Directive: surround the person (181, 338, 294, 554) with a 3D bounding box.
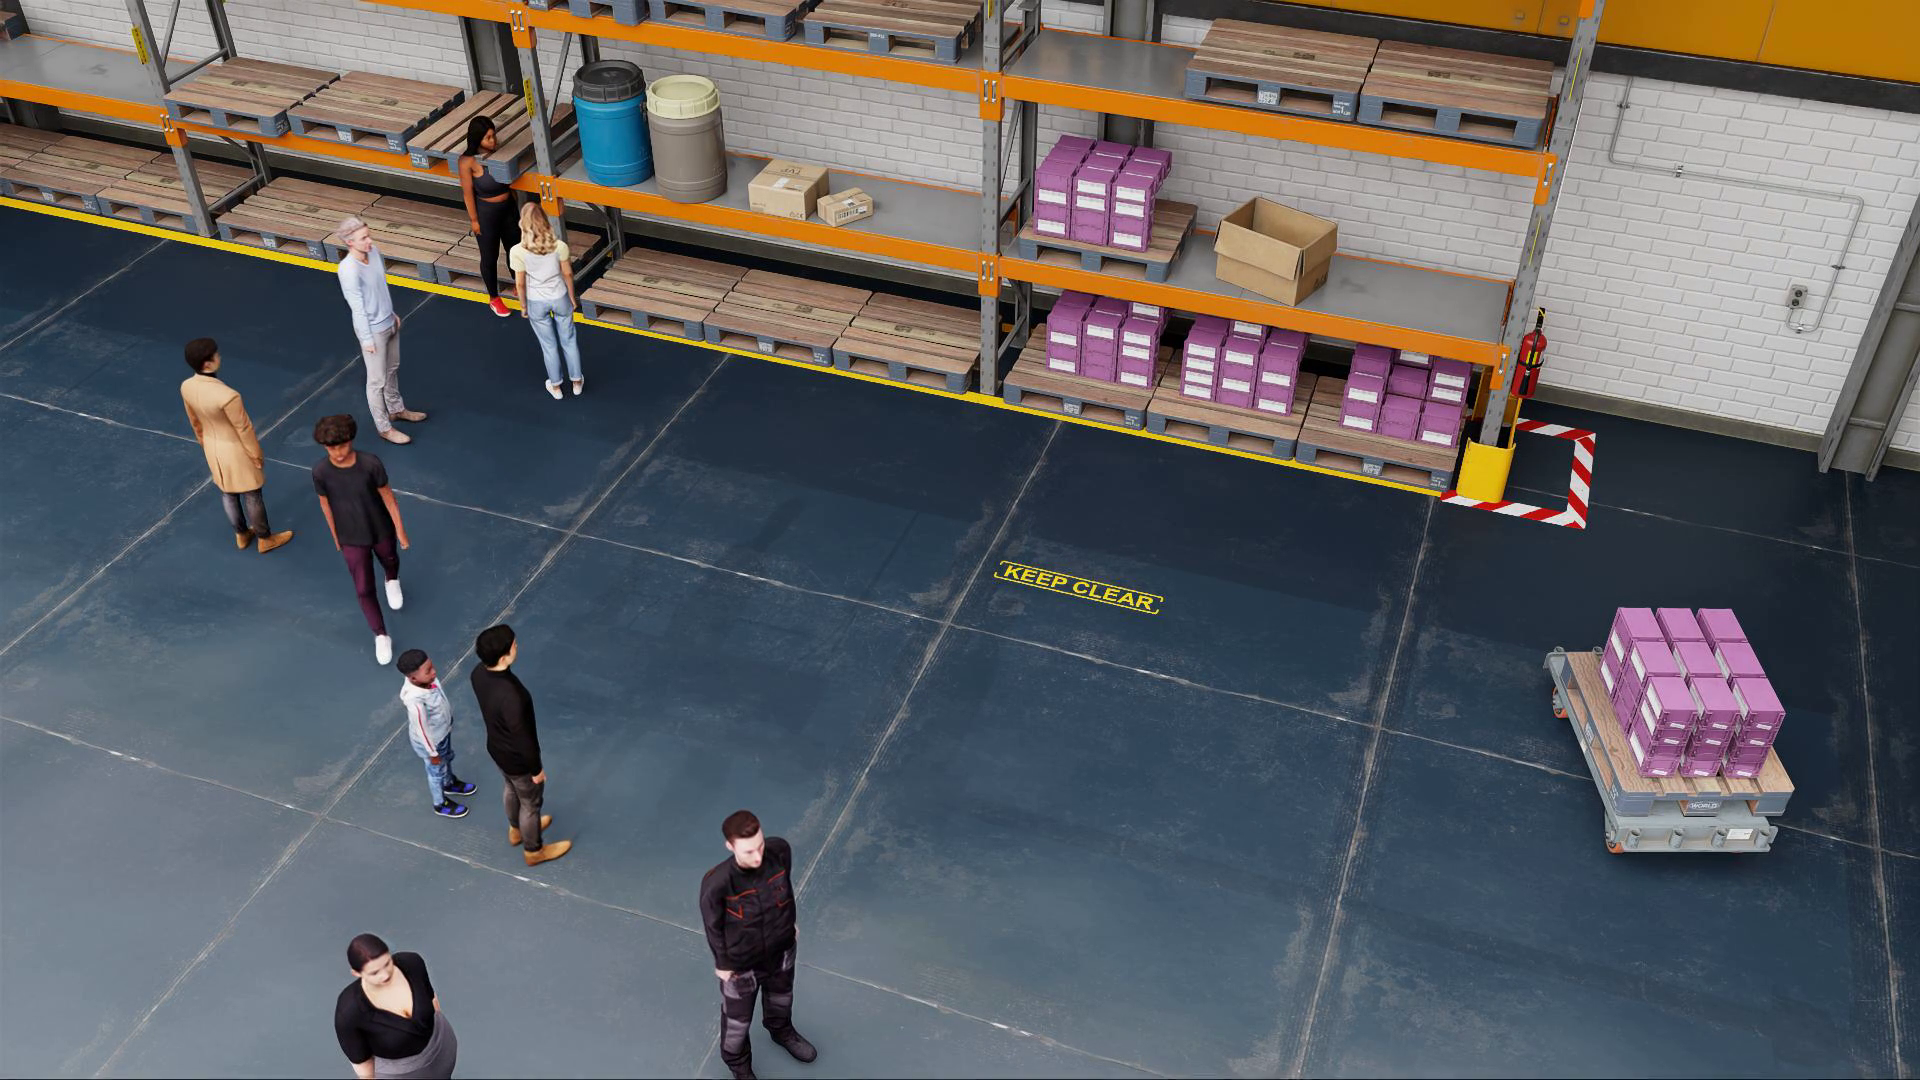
[{"bbox_3d":[-5.203,-0.661,11.826,0.545,1.727,0.697,13,40,16],"label":"person"}]

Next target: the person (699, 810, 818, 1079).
[{"bbox_3d":[-1.020,2.033,8.301,0.775,1.915,0.759,-30,47,-32],"label":"person"}]

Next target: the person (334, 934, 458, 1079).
[{"bbox_3d":[-2.649,2.453,7.900,0.695,1.760,0.724,22,44,25],"label":"person"}]

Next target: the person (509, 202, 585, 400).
[{"bbox_3d":[-3.314,-1.917,13.403,0.683,1.722,0.761,-13,41,-16],"label":"person"}]

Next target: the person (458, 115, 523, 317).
[{"bbox_3d":[-4.057,-2.849,14.494,0.743,1.816,0.747,29,47,32],"label":"person"}]

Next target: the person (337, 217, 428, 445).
[{"bbox_3d":[-4.545,-1.656,12.940,0.620,1.892,0.707,6,39,7],"label":"person"}]

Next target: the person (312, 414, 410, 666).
[{"bbox_3d":[-3.980,-0.132,11.146,1.117,1.749,1.129,-13,40,-16],"label":"person"}]

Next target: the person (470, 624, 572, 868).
[{"bbox_3d":[-2.554,1.180,9.526,0.777,1.720,0.661,-25,45,-28],"label":"person"}]

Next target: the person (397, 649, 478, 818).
[{"bbox_3d":[-3.166,1.130,9.959,0.574,1.258,0.537,-1,39,-2],"label":"person"}]
